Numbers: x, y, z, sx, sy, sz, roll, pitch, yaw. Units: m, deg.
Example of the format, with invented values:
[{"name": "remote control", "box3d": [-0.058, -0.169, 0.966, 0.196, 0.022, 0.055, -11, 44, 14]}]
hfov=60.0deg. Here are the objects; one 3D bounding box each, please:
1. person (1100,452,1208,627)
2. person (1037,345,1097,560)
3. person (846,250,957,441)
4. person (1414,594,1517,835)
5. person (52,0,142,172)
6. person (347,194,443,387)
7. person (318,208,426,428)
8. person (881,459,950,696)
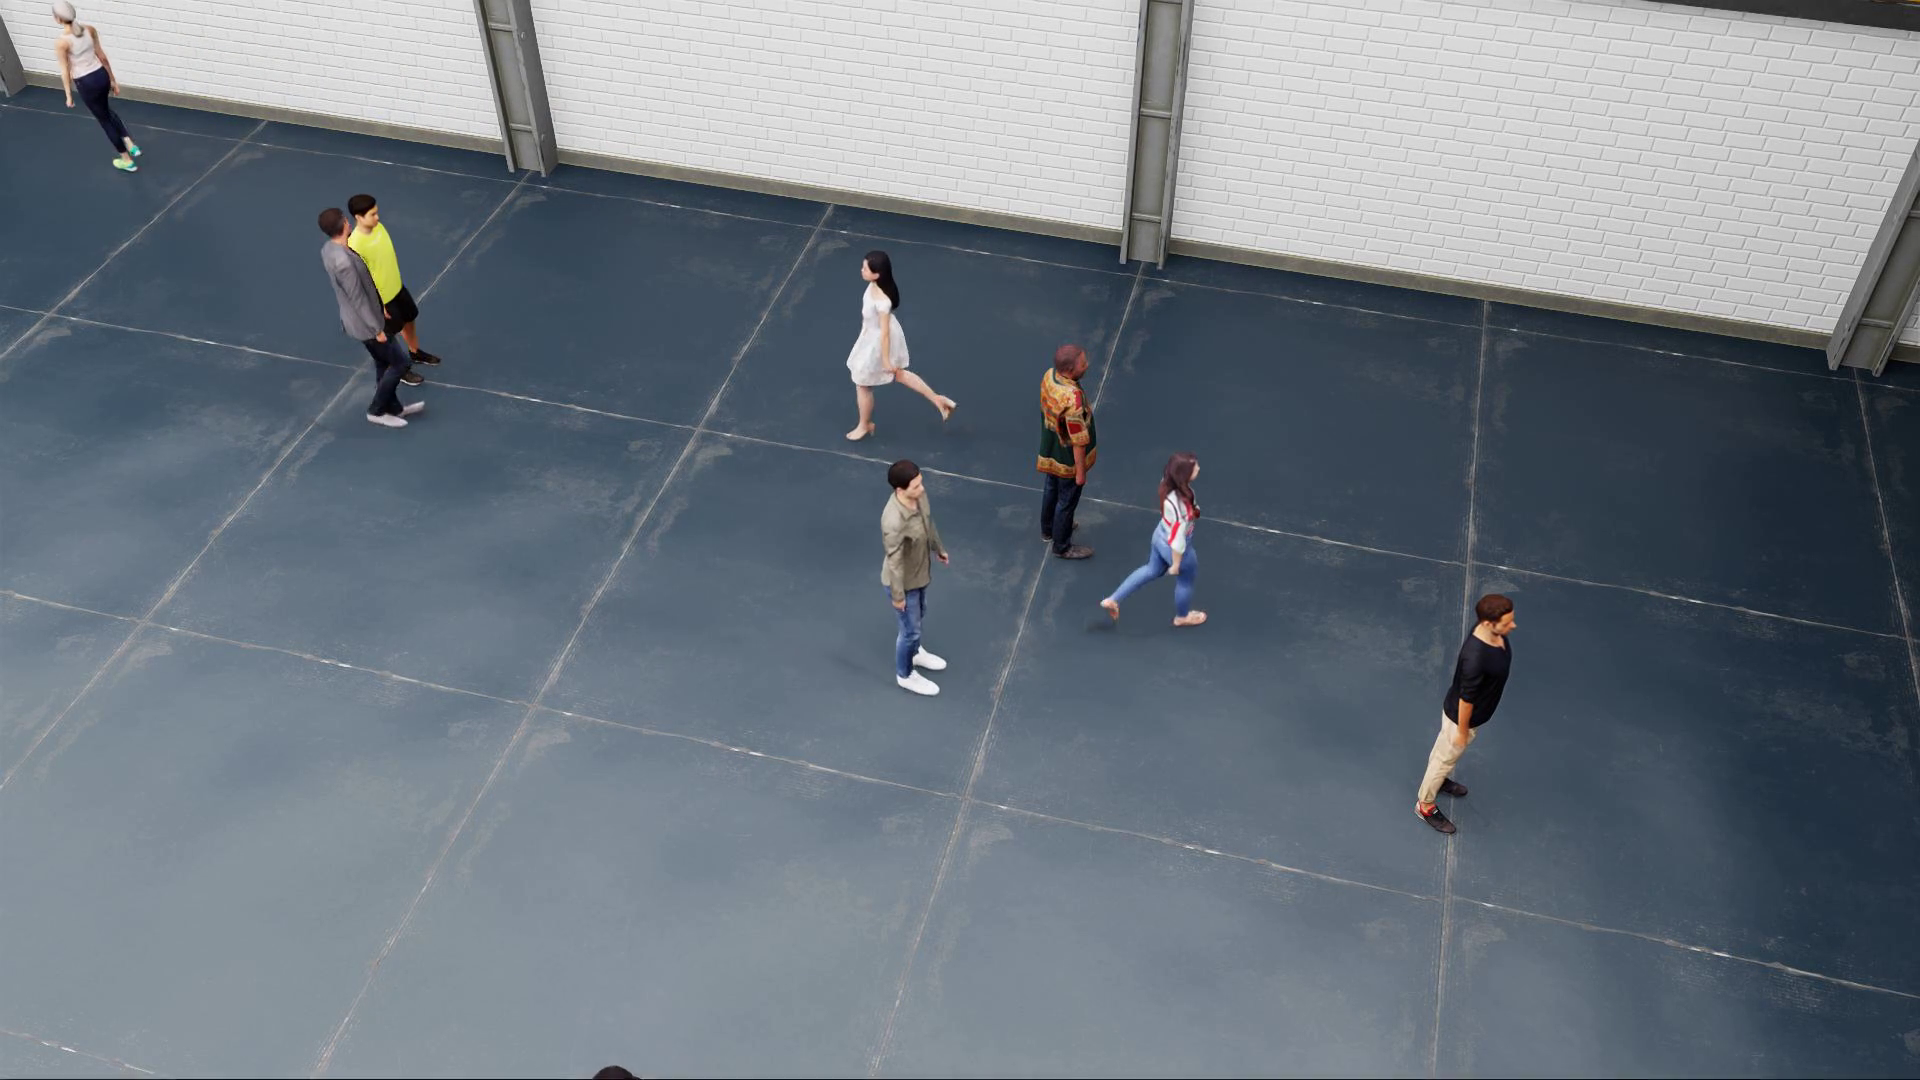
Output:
[{"name": "person", "box3d": [1.344, 0.027, 11.142, 1.081, 1.592, 0.871, -7, 44, -8]}, {"name": "person", "box3d": [0.735, -0.627, 11.673, 0.848, 1.808, 0.819, -13, 45, -13]}, {"name": "person", "box3d": [-0.500, -1.441, 12.575, 1.152, 1.742, 0.795, 0, 44, 0]}, {"name": "person", "box3d": [3.018, 0.994, 9.933, 0.587, 1.860, 0.672, 19, 47, 19]}, {"name": "person", "box3d": [-8.005, -4.194, 15.502, 0.639, 1.690, 0.639, 17, 46, 17]}, {"name": "person", "box3d": [-4.619, -1.992, 13.181, 0.580, 1.703, 0.642, 12, 45, 13]}, {"name": "person", "box3d": [-4.607, -1.650, 12.728, 0.955, 1.834, 0.898, -16, 46, -16]}, {"name": "person", "box3d": [-0.373, 0.195, 10.769, 0.627, 1.864, 0.700, 11, 45, 11]}]
